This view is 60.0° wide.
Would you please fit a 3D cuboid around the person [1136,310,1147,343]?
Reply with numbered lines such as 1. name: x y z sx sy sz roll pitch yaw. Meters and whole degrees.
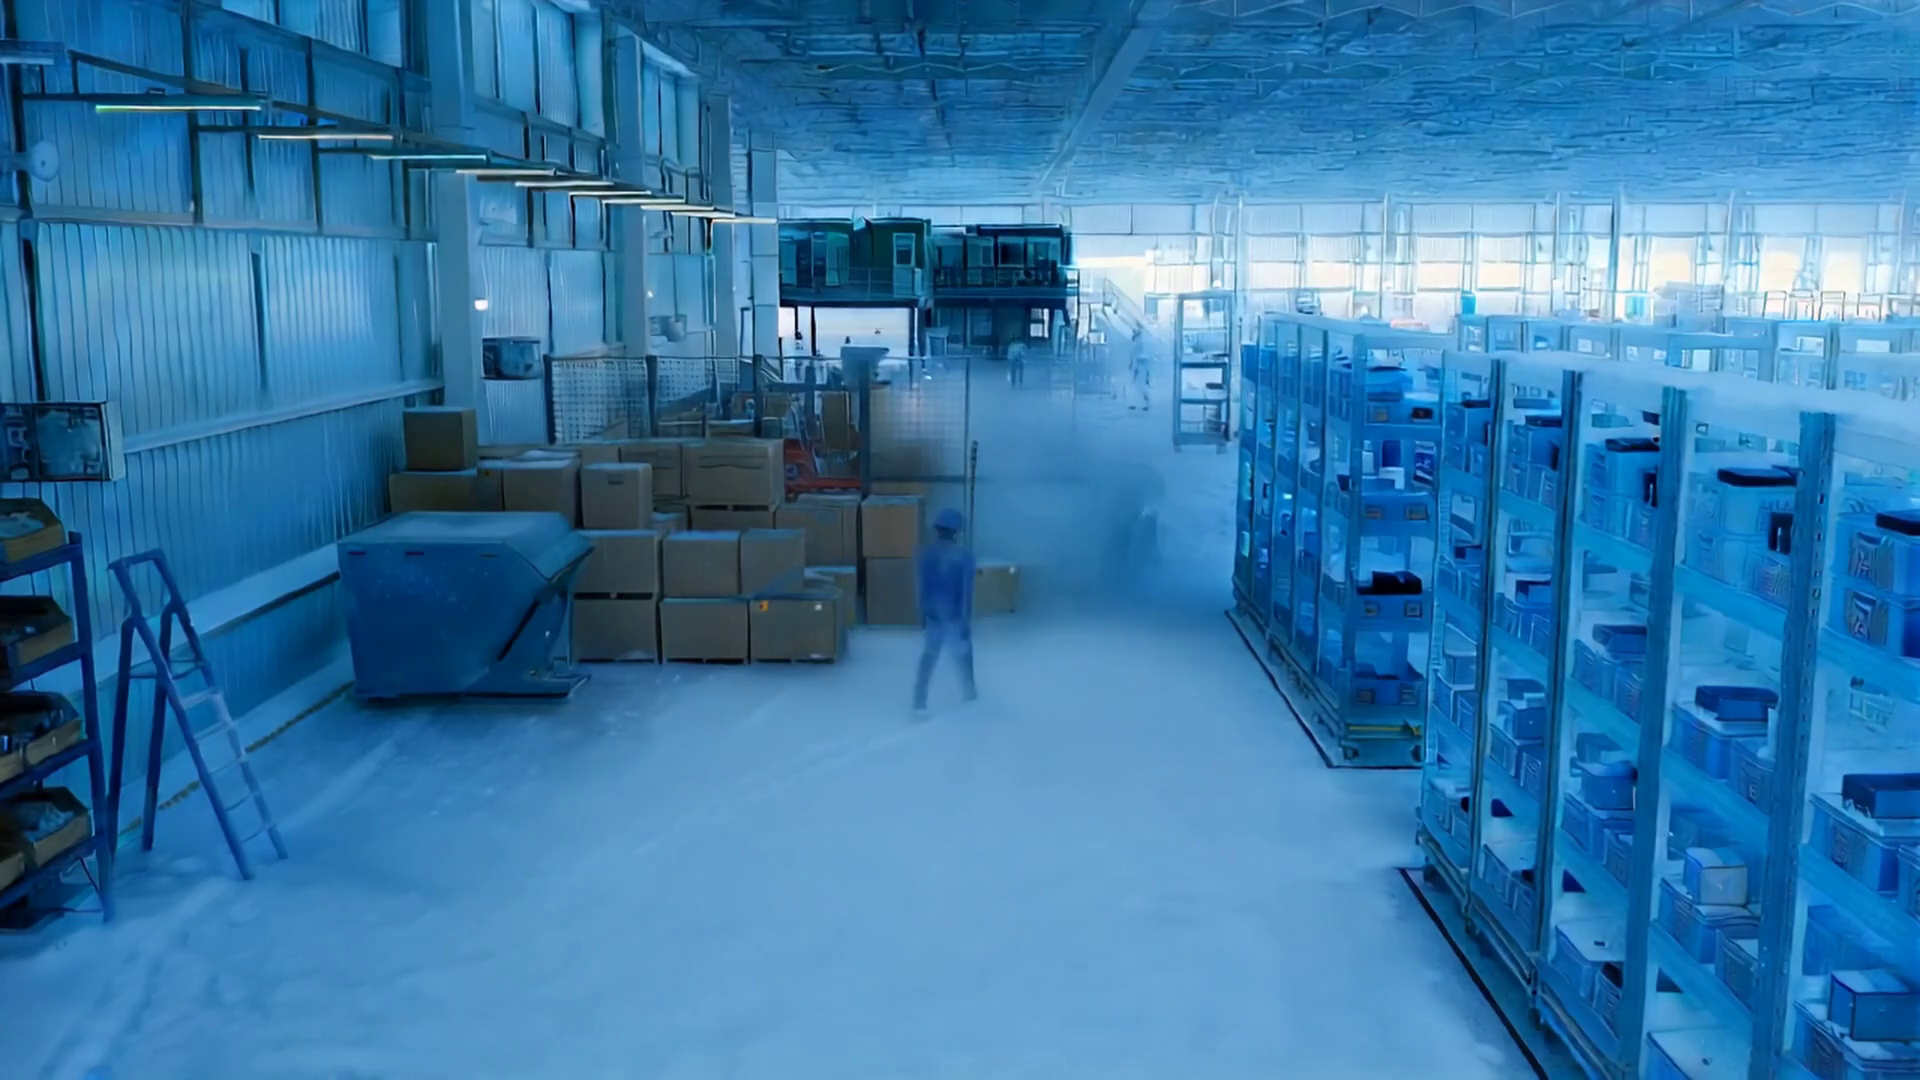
1. person: 9.898 -11.575 90.714 0.610 1.986 0.393 1 9 5

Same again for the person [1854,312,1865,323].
1. person: 48.686 -11.426 90.115 0.362 1.883 0.576 -7 11 -36

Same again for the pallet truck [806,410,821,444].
1. pallet truck: -3.559 -2.018 33.905 1.522 1.261 0.704 0 9 -1

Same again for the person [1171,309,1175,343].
1. person: 12.179 -12.170 94.570 0.382 1.924 0.594 0 9 1

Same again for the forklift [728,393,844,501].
1. forklift: -2.979 -1.316 26.476 2.680 1.987 1.157 0 9 1

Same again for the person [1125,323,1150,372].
1. person: 7.208 -7.812 67.338 0.955 2.000 0.684 4 10 23

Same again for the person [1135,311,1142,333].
1. person: 10.217 -12.222 95.381 0.380 1.753 0.536 -6 11 -35

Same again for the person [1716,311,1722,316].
1. person: 39.984 -11.061 87.567 0.723 1.969 0.645 -1 9 -5

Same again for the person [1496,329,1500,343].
1. person: 26.184 -9.957 81.155 0.649 1.854 0.517 -3 10 -16

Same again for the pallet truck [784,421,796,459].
1. pallet truck: -4.013 -1.793 32.705 1.601 1.201 0.680 0 9 1

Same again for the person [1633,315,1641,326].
1. person: 35.112 -10.791 86.360 0.573 1.828 0.644 4 10 24

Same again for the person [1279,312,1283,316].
1. person: 18.939 -12.616 98.061 0.376 1.682 0.540 0 9 2

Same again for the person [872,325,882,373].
1. person: -3.338 -7.676 66.877 0.427 1.909 0.623 0 9 2

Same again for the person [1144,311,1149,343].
1. person: 10.485 -12.062 94.171 0.429 1.840 0.633 -3 10 -16

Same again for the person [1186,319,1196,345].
1. person: 12.729 -11.694 91.653 0.547 1.922 0.397 1 9 5

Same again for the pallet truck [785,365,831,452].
1. pallet truck: -3.774 -2.976 37.635 1.885 1.965 0.823 1 9 5

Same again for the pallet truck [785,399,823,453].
1. pallet truck: -3.814 -2.432 36.419 1.630 1.274 0.653 0 9 1

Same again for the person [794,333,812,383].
1. person: -5.718 -6.570 60.322 0.596 1.837 0.980 -9 13 -42

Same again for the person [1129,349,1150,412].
1. person: 5.225 -4.668 48.616 0.933 1.831 0.516 9 13 43

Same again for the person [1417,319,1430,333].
1. person: 20.279 -8.684 72.855 0.611 1.992 0.873 4 10 22

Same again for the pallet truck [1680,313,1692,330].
1. pallet truck: 36.315 -10.531 84.244 0.823 1.965 1.885 -6 11 -33

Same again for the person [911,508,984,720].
1. person: -0.138 0.676 15.277 0.630 1.950 1.009 6 11 32

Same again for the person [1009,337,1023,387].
1. person: 1.975 -6.264 58.664 0.529 1.761 0.334 -4 10 -23

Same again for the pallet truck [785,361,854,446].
1. pallet truck: -3.410 -3.193 38.978 1.885 1.965 0.823 0 9 -1

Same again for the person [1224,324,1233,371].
1. person: 11.050 -7.925 68.351 0.376 1.935 0.550 -1 9 -5

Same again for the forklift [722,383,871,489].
1. forklift: -2.893 -1.687 28.729 2.680 1.987 1.157 0 9 -1
